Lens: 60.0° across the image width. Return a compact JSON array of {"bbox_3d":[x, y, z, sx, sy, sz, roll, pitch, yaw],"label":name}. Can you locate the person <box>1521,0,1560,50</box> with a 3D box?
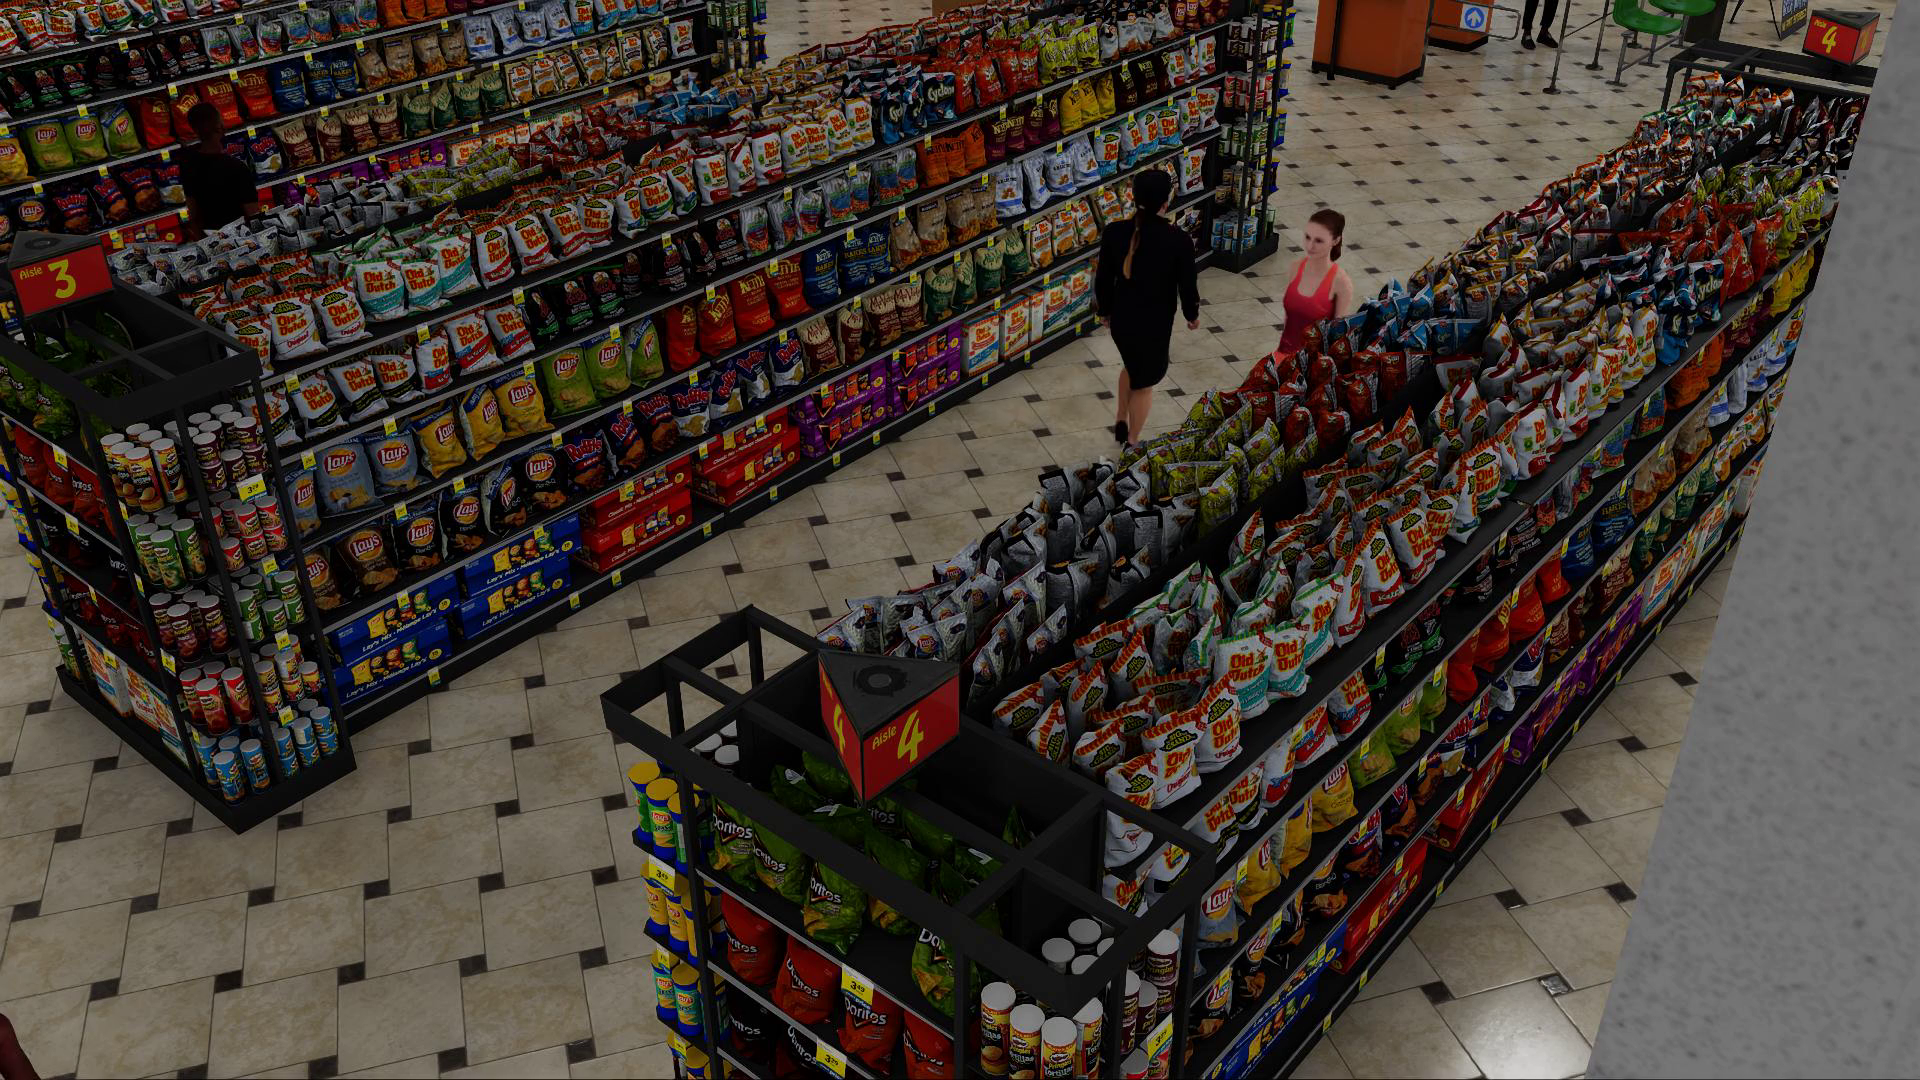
[{"bbox_3d":[5.834,-5.767,16.289,0.716,1.819,0.809,-7,32,-10],"label":"person"}]

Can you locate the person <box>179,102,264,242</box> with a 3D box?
[{"bbox_3d":[-4.232,-1.604,9.621,0.743,1.796,0.783,12,34,18],"label":"person"}]

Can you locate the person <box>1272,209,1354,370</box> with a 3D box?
[{"bbox_3d":[1.832,-0.890,8.529,0.690,1.736,0.609,-27,41,-36],"label":"person"}]

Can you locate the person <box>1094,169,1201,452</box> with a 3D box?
[{"bbox_3d":[0.968,-1.156,9.026,0.734,1.662,0.705,18,36,26],"label":"person"}]
